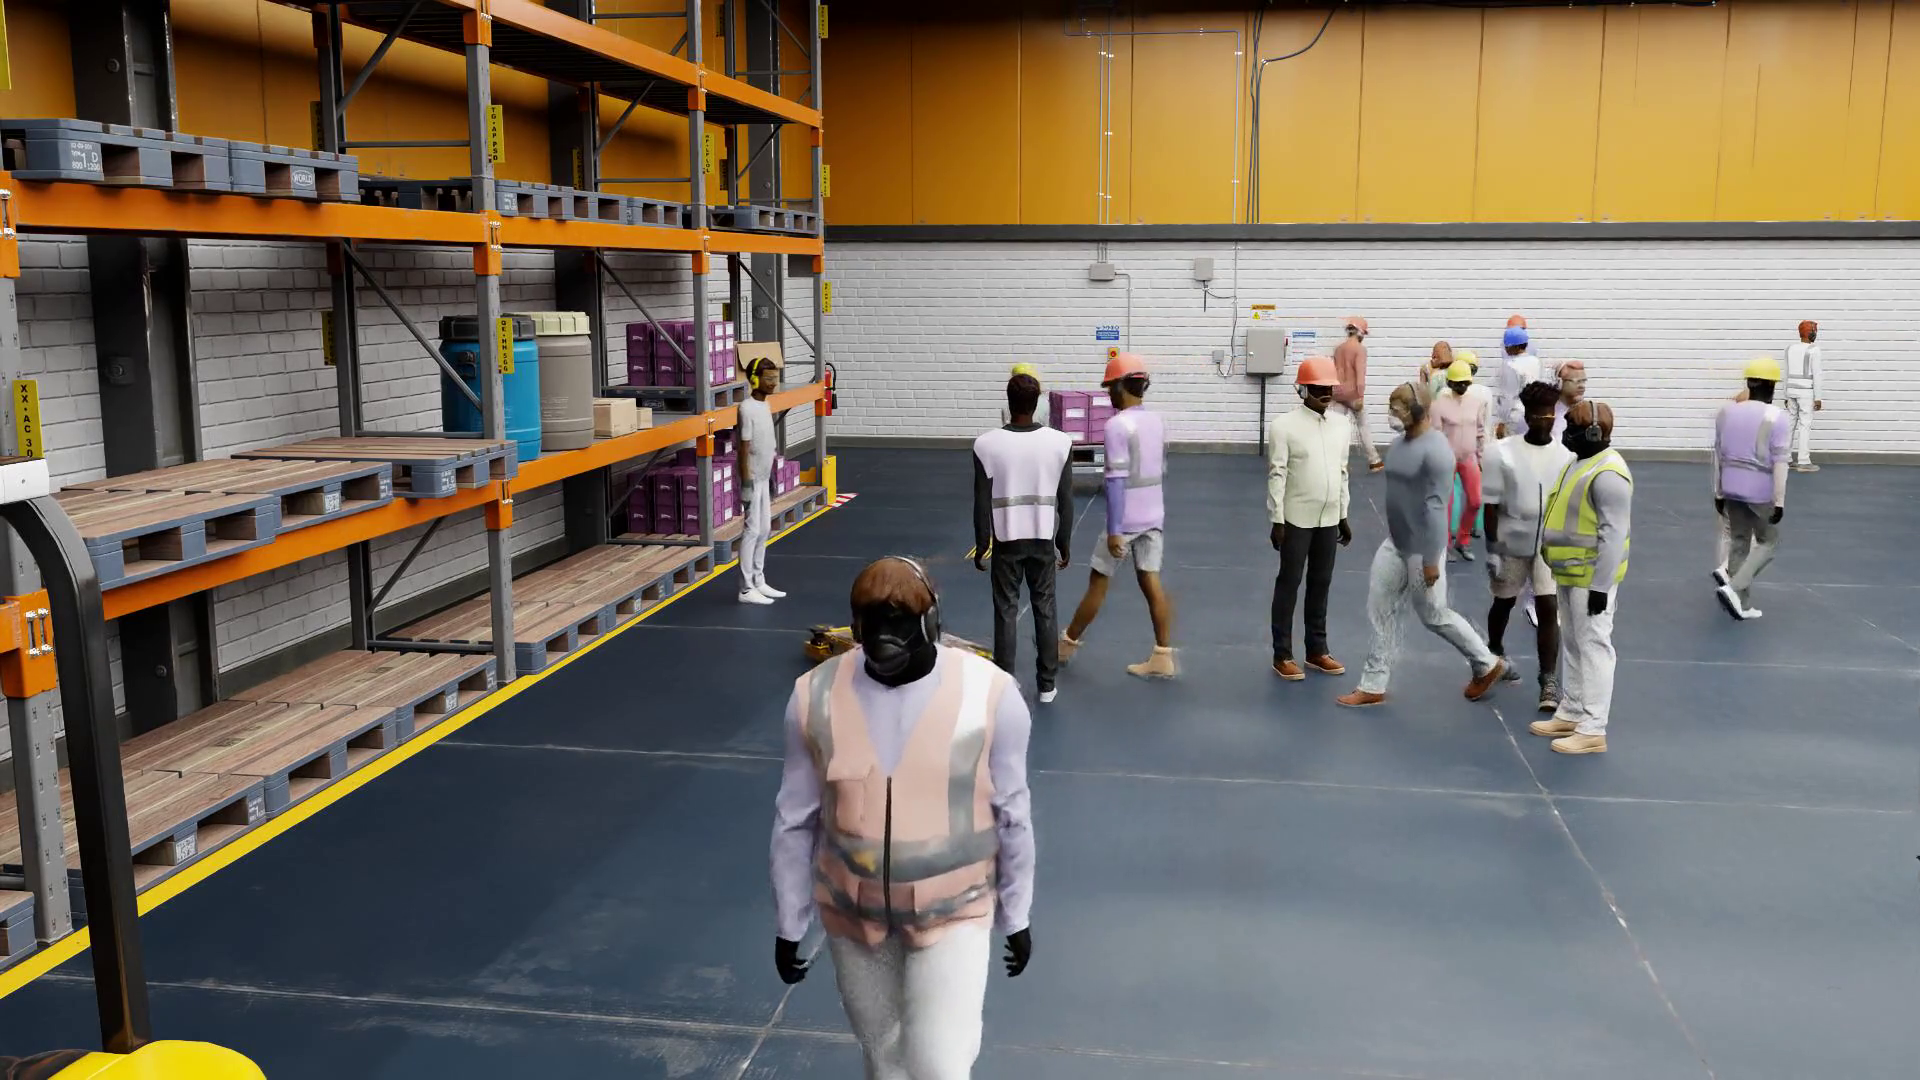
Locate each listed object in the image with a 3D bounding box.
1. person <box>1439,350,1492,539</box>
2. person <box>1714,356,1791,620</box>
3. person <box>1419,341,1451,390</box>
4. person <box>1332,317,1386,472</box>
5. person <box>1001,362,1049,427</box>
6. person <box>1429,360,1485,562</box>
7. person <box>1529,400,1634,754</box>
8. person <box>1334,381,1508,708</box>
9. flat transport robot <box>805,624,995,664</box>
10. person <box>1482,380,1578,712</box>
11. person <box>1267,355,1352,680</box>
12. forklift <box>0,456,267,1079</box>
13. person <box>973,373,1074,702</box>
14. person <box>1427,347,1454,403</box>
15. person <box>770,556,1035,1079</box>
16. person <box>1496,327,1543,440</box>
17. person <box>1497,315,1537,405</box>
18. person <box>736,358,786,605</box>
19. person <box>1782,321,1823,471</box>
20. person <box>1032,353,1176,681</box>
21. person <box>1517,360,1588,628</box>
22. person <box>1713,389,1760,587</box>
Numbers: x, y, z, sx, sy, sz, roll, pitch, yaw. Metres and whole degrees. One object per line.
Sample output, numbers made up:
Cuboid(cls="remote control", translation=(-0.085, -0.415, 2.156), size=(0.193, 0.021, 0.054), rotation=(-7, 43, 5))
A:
Cuboid(cls="person", translation=(4.699, -0.888, 15.569), size=(0.526, 1.768, 0.331), rotation=(-1, 9, -8))
Cuboid(cls="person", translation=(5.582, -0.348, 11.797), size=(0.513, 1.908, 0.596), rotation=(-5, 10, -28))
Cuboid(cls="person", translation=(5.936, -1.641, 20.597), size=(0.515, 1.642, 0.314), rotation=(4, 10, 22))
Cuboid(cls="person", translation=(4.907, -1.766, 20.495), size=(0.988, 1.925, 0.676), rotation=(-5, 10, -26))
Cuboid(cls="person", translation=(0.524, -0.666, 14.308), size=(0.500, 1.724, 0.577), rotation=(-5, 10, -26))
Cuboid(cls="person", translation=(4.263, -0.667, 14.254), size=(0.541, 1.743, 0.444), rotation=(-1, 9, -9))
Cuboid(cls="person", translation=(3.251, 0.190, 8.688), size=(0.430, 1.845, 0.624), rotation=(1, 9, 4))
Cuboid(cls="person", translation=(2.675, 0.037, 9.495), size=(0.952, 1.900, 0.634), rotation=(-2, 9, -12))
Cuboid(cls="flat transport robot", translation=(-0.349, 0.712, 10.300), size=(0.652, 0.197, 1.431), rotation=(-6, 11, -31))
Cuboid(cls="person", translation=(3.331, 0.003, 9.748), size=(0.601, 1.902, 1.036), rotation=(0, 9, 3))
Cuboid(cls="person", translation=(2.162, -0.140, 10.253), size=(0.622, 1.994, 0.381), rotation=(-5, 10, -29))
Cuboid(cls="forklift", translation=(-2.328, 0.975, 2.765), size=(2.313, 2.155, 1.214), rotation=(1, 9, 9))
Cuboid(cls="person", translation=(0.364, 0.003, 9.610), size=(0.592, 1.919, 0.392), rotation=(-1, 9, -9))
Cuboid(cls="person", translation=(5.650, -1.437, 19.428), size=(0.497, 1.617, 0.406), rotation=(-8, 12, -41))
Cuboid(cls="person", translation=(-0.167, 0.952, 4.059), size=(0.652, 1.818, 0.703), rotation=(2, 9, 12))
Cuboid(cls="person", translation=(5.902, -1.264, 17.521), size=(0.640, 1.930, 0.394), rotation=(-7, 11, -35))
Cuboid(cls="person", translation=(7.173, -1.942, 21.543), size=(0.551, 1.934, 0.373), rotation=(-5, 10, -28))
Cuboid(cls="person", translation=(-1.521, -0.446, 12.569), size=(0.327, 1.860, 0.538), rotation=(2, 9, 13))
Cuboid(cls="person", translation=(10.558, -1.800, 20.839), size=(0.356, 1.882, 0.574), rotation=(-3, 10, -19))
Cuboid(cls="person", translation=(0.946, -0.147, 10.299), size=(0.984, 1.988, 0.625), rotation=(8, 12, 40))
Cuboid(cls="person", translation=(4.219, -0.308, 11.606), size=(0.644, 1.890, 0.511), rotation=(-3, 10, -20))
Cuboid(cls="person", translation=(5.900, -0.338, 12.627), size=(0.432, 1.626, 0.519), rotation=(-5, 10, -27))
